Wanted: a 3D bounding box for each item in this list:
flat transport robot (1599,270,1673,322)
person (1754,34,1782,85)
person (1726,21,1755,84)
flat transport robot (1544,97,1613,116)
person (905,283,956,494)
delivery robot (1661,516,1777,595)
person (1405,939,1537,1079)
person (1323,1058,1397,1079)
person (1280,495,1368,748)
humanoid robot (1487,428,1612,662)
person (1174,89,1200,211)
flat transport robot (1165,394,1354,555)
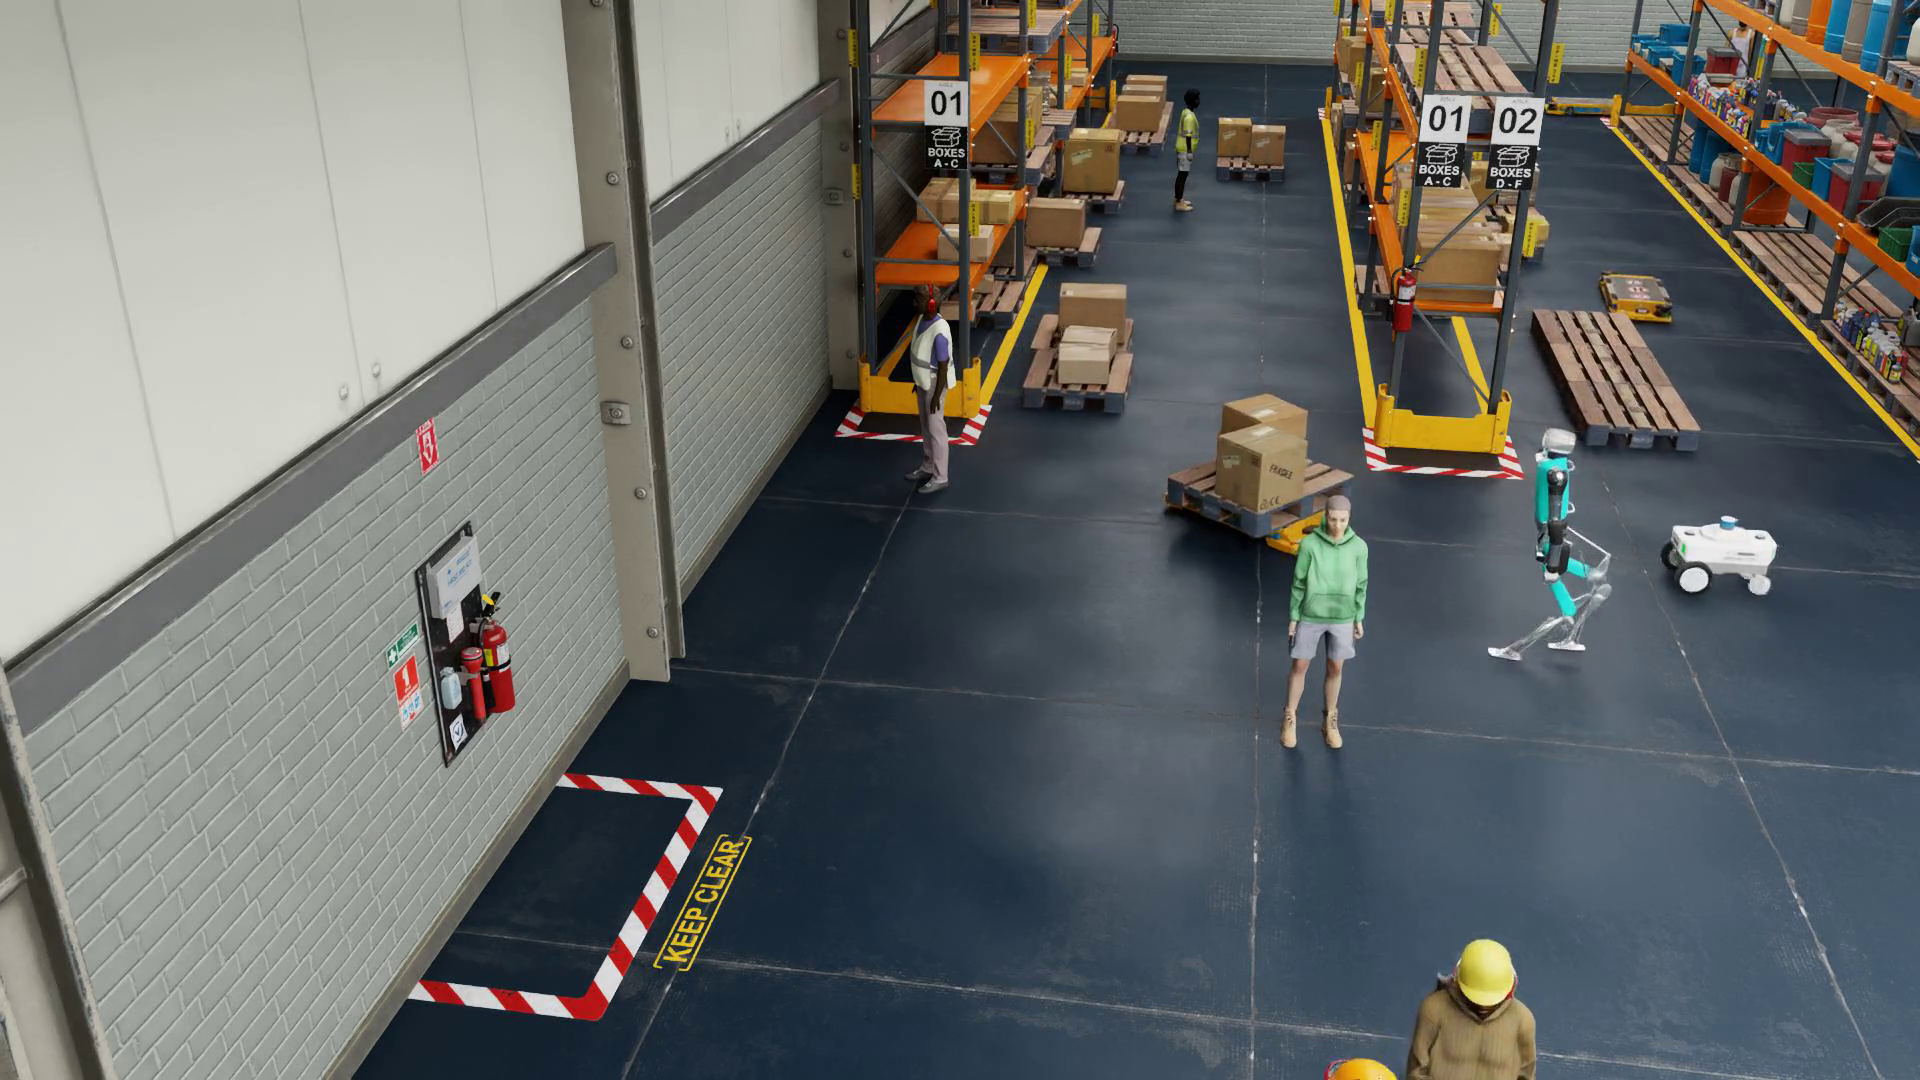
[{"bbox_3d":[7.892,-2.846,19.448,0.659,0.231,1.431,6,26,13],"label":"flat transport robot"},{"bbox_3d":[15.897,-9.847,32.667,0.328,1.764,0.532,-20,32,-37],"label":"person"},{"bbox_3d":[13.747,-8.402,29.458,0.510,1.863,0.388,12,28,24],"label":"person"},{"bbox_3d":[11.349,-7.846,30.150,1.431,0.231,0.659,4,25,9],"label":"flat transport robot"},{"bbox_3d":[-0.246,-1.316,14.311,0.390,1.846,0.565,-9,26,-18],"label":"person"},{"bbox_3d":[5.835,0.105,12.790,0.781,0.591,0.499,3,25,7],"label":"delivery robot"},{"bbox_3d":[2.020,2.339,6.632,0.517,1.718,0.858,6,26,13],"label":"person"},{"bbox_3d":[1.324,2.572,5.964,0.591,1.872,0.438,-3,25,-6],"label":"person"},{"bbox_3d":[2.310,0.509,10.528,0.477,1.742,0.324,2,25,4],"label":"person"},{"bbox_3d":[4.201,0.094,11.435,0.916,1.767,0.549,4,25,9],"label":"humanoid robot"},{"bbox_3d":[3.202,-5.507,23.466,0.322,1.690,0.532,1,25,2],"label":"person"},{"bbox_3d":[2.464,-0.258,13.910,0.659,0.231,1.431,-20,31,-36],"label":"flat transport robot"}]
